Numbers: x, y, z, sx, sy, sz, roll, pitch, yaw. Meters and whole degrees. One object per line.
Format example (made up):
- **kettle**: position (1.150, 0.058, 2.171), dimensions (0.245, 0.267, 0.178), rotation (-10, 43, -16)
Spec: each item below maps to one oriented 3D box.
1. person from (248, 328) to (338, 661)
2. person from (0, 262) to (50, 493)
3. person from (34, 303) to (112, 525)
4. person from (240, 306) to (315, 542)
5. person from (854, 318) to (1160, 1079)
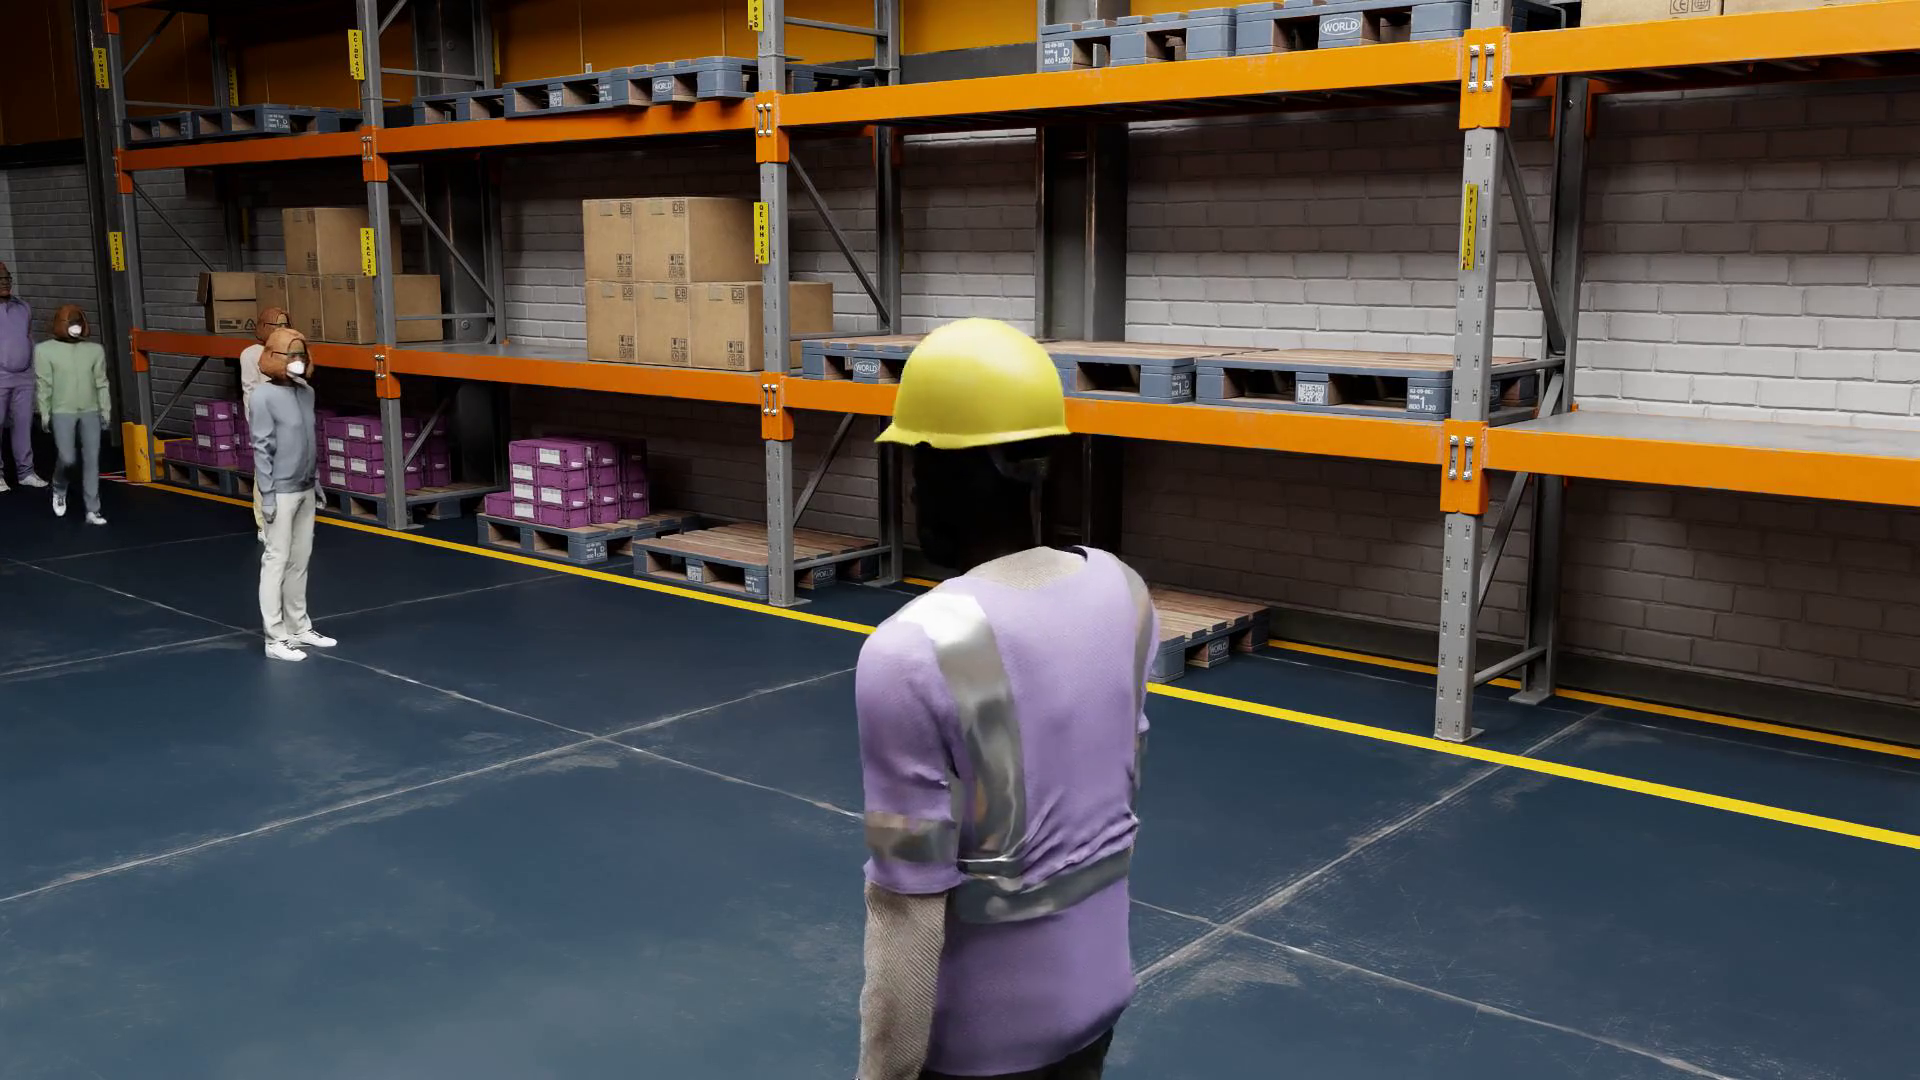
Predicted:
- **person**: position (-3.313, -0.231, 8.253), dimensions (0.282, 1.631, 0.503), rotation (2, 10, 9)
- **person**: position (-7.970, -1.360, 13.904), dimensions (0.409, 1.907, 0.651), rotation (4, 11, 24)
- **person**: position (-6.487, -0.920, 12.187), dimensions (0.435, 1.621, 0.514), rotation (8, 13, 39)
- **person**: position (-4.715, -0.796, 11.498), dimensions (0.277, 1.629, 0.497), rotation (7, 12, 33)
- **person**: position (0.036, 0.652, 2.404), dimensions (0.392, 1.923, 0.618), rotation (8, 13, 38)
